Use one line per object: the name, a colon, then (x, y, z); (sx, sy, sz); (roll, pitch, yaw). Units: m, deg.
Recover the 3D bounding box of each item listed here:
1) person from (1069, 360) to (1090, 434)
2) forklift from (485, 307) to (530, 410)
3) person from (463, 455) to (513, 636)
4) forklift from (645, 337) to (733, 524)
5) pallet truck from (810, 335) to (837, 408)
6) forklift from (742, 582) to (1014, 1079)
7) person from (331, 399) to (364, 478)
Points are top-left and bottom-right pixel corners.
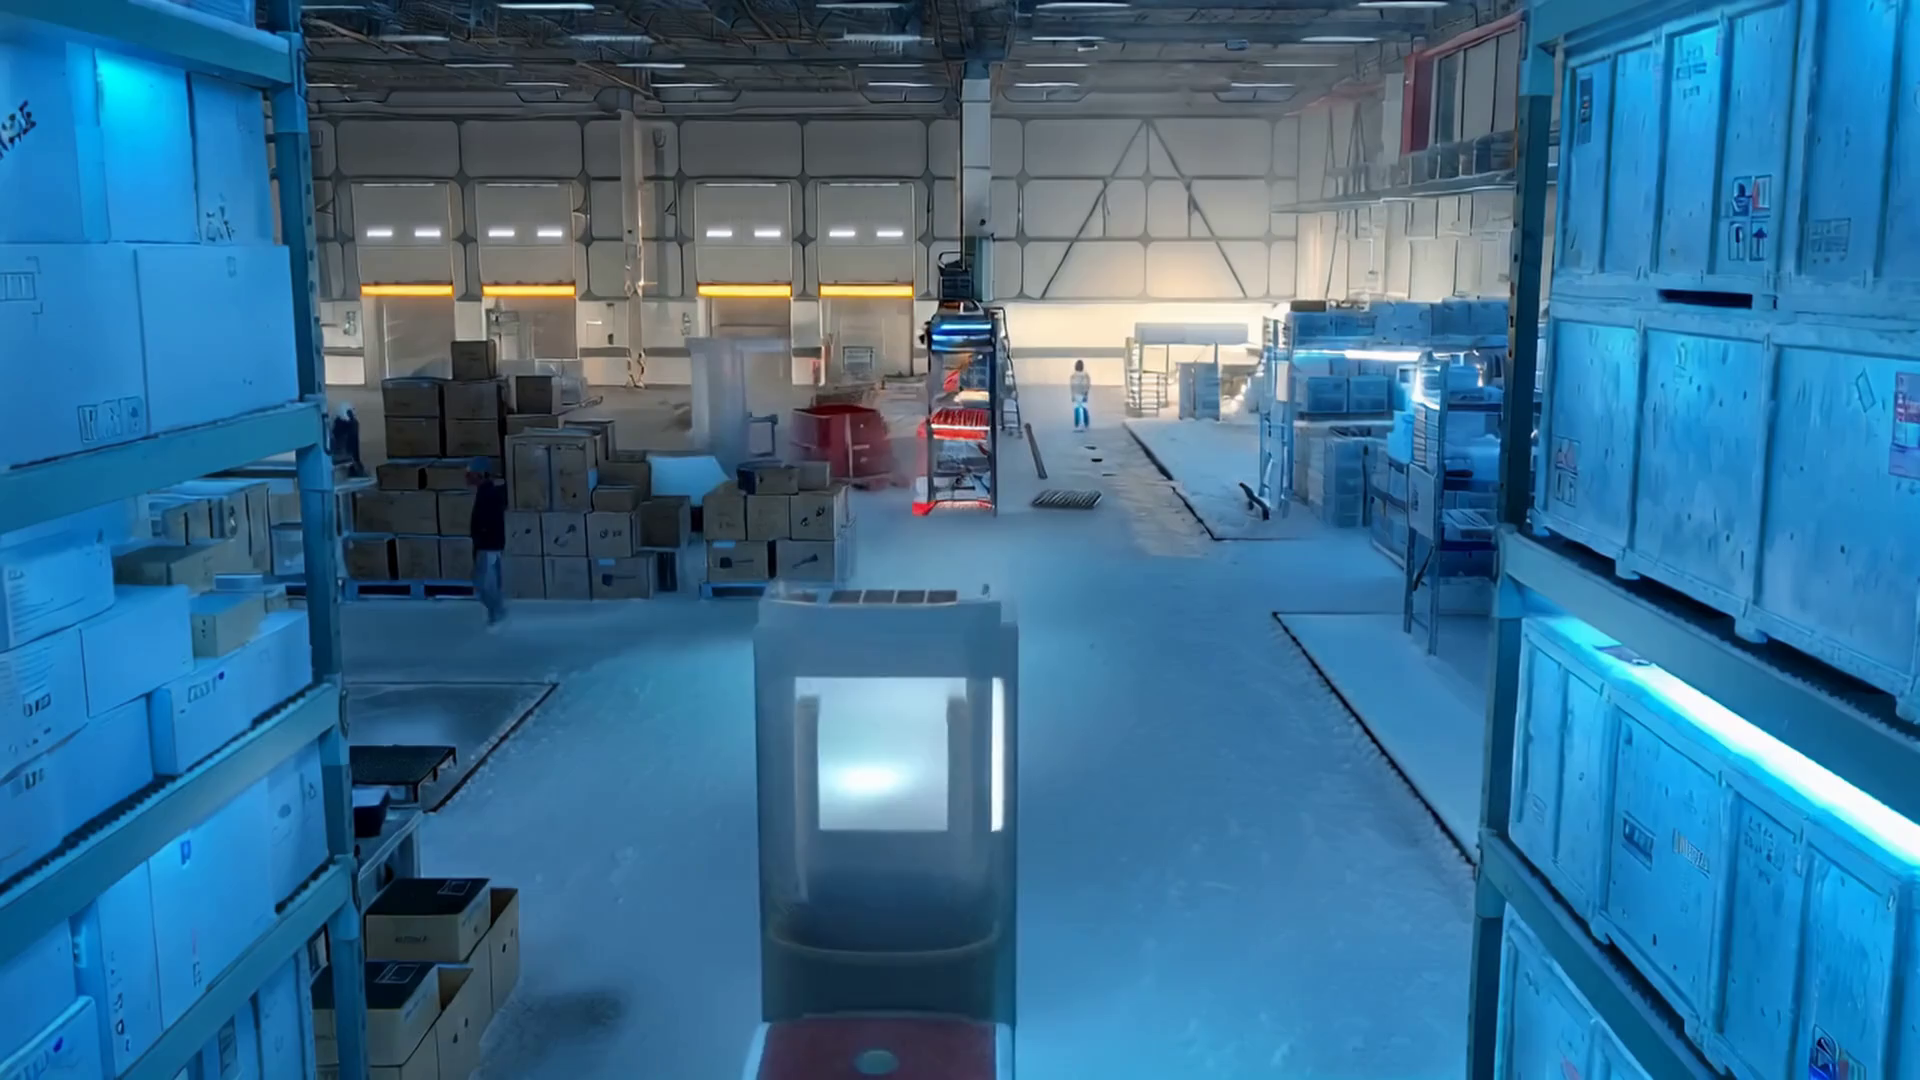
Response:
person: (2.727, -3.249, 37.872); (0.320, 1.692, 0.531); (-9, 13, -43)
forklift: (-10.754, -4.150, 39.646); (1.129, 2.768, 1.873); (0, 10, 1)
person: (-5.117, 0.067, 17.903); (0.435, 1.980, 0.659); (-3, 10, -19)
forklift: (-3.817, -1.683, 25.412); (1.873, 2.768, 1.129); (-6, 12, -31)
pallet truck: (-3.021, -4.312, 43.126); (1.885, 1.965, 0.823); (3, 10, 17)
forklift: (-0.304, 1.559, 6.707); (1.129, 2.768, 1.873); (0, 10, 1)
person: (-9.362, -1.184, 25.301); (0.640, 1.922, 0.633); (2, 10, 9)
